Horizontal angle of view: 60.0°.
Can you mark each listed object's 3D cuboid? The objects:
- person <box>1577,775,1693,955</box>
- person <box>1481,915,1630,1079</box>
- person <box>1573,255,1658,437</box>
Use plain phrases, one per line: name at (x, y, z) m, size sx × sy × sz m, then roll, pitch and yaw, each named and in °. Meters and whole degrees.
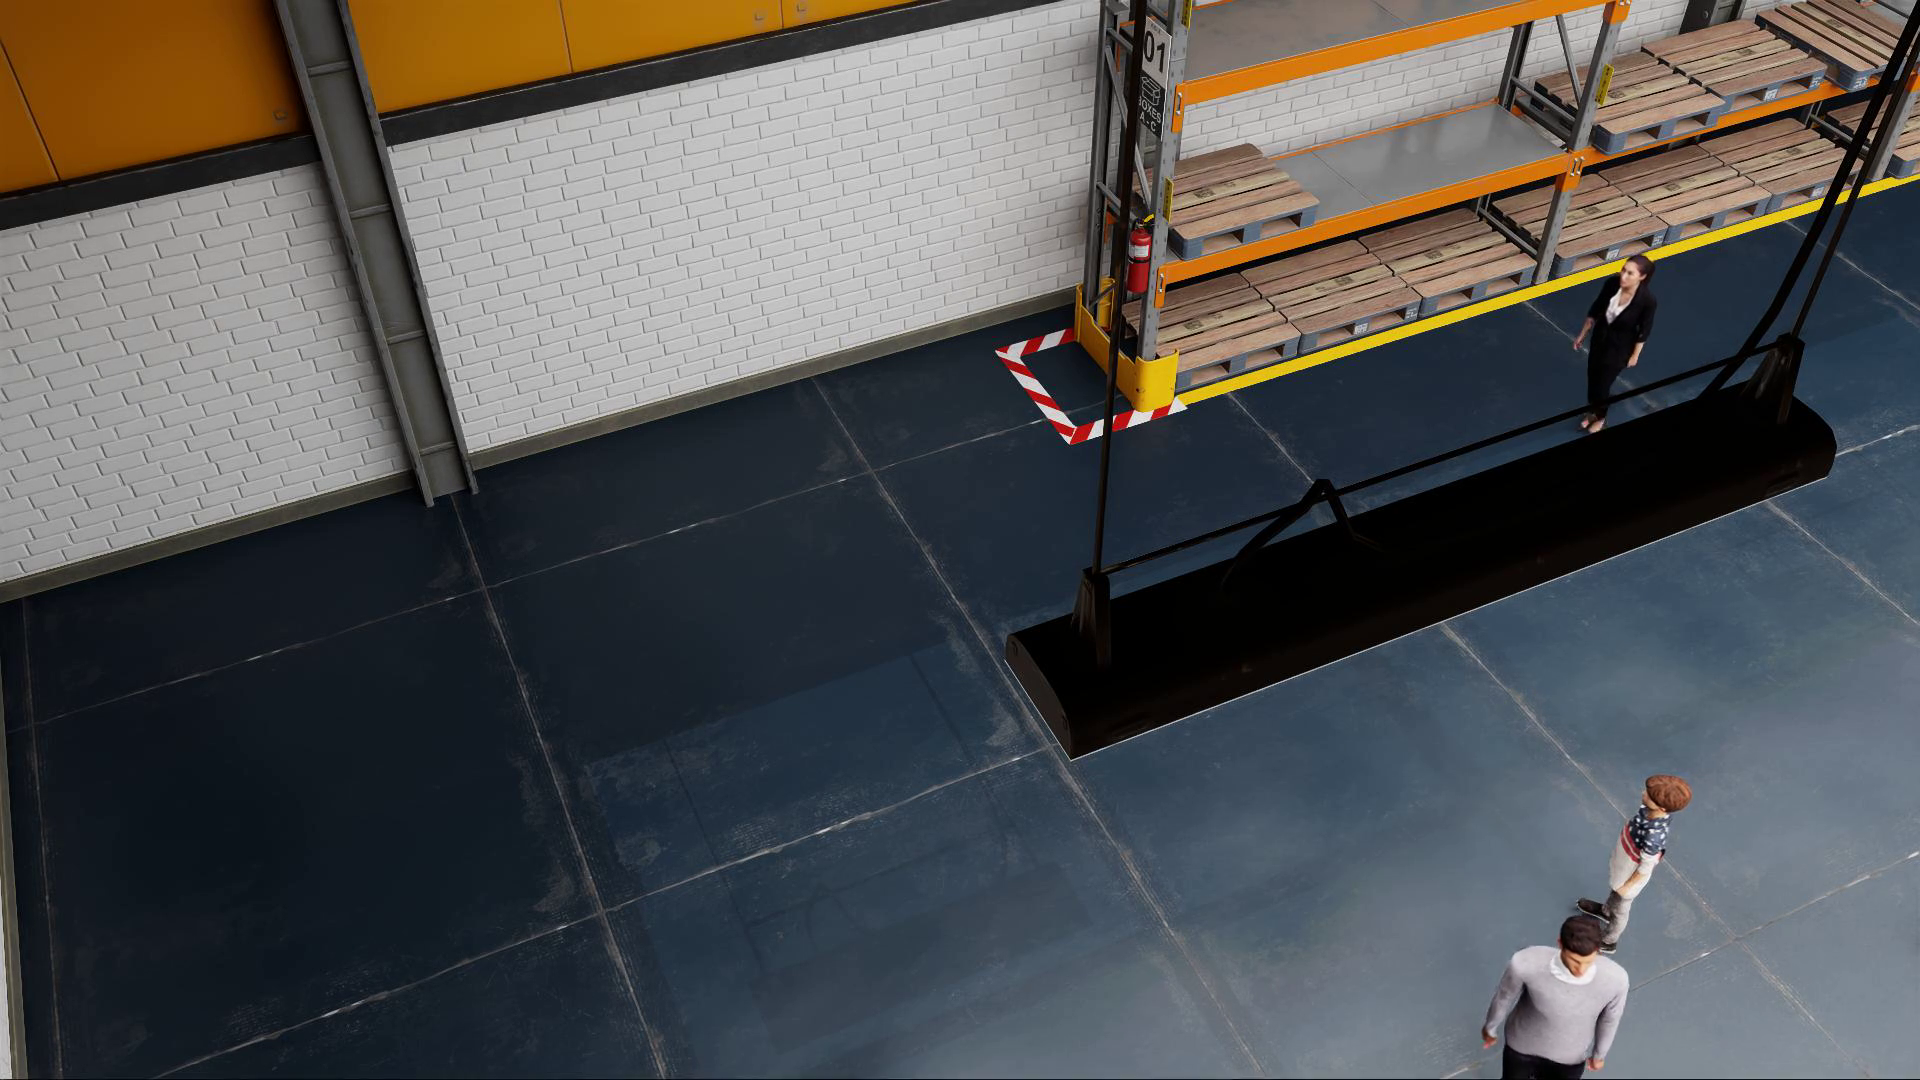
person at (3.776, 1.792, 9.315) m, size 0.652 × 1.439 × 0.592 m, roll 14°, pitch 45°, yaw 14°
person at (2.940, 2.416, 8.320) m, size 1.091 × 1.909 × 1.124 m, roll 9°, pitch 44°, yaw 9°
person at (4.996, -1.487, 12.609) m, size 0.596 × 1.645 × 0.613 m, roll -22°, pitch 48°, yaw -21°
